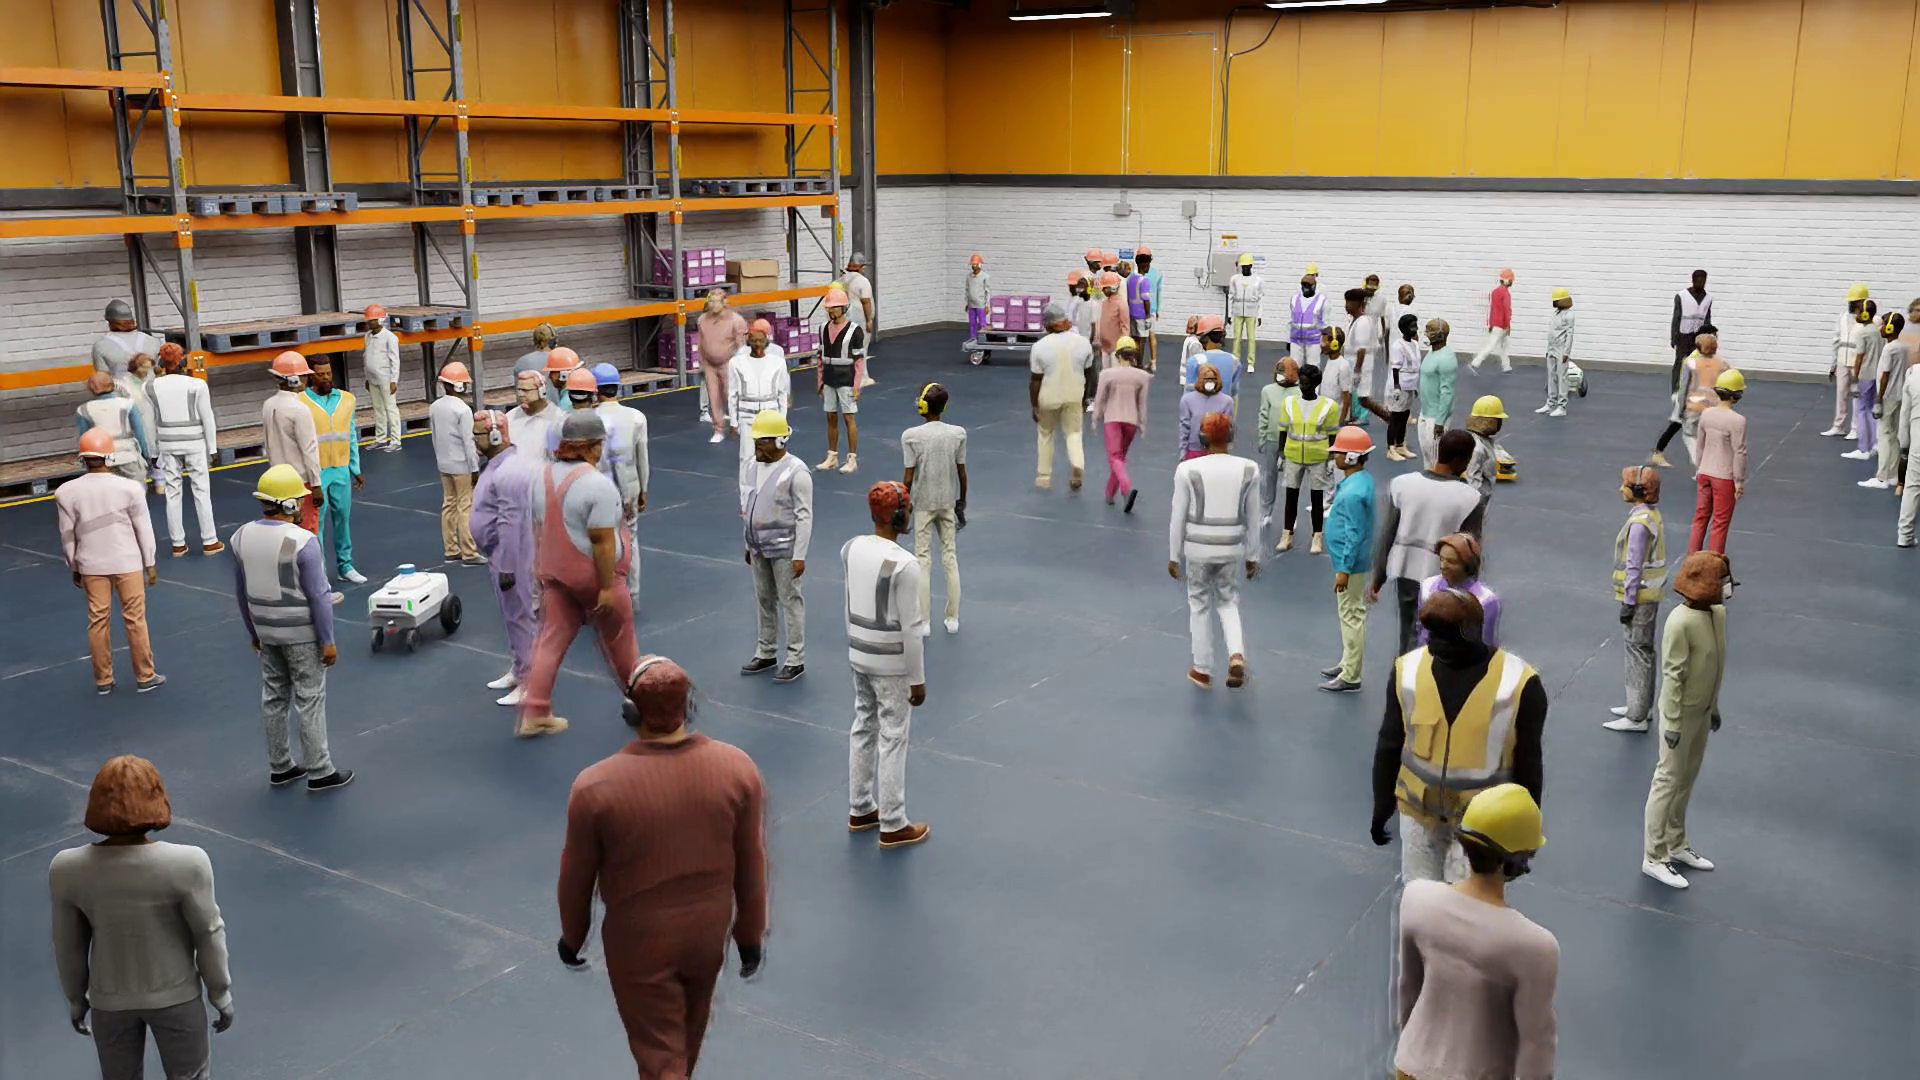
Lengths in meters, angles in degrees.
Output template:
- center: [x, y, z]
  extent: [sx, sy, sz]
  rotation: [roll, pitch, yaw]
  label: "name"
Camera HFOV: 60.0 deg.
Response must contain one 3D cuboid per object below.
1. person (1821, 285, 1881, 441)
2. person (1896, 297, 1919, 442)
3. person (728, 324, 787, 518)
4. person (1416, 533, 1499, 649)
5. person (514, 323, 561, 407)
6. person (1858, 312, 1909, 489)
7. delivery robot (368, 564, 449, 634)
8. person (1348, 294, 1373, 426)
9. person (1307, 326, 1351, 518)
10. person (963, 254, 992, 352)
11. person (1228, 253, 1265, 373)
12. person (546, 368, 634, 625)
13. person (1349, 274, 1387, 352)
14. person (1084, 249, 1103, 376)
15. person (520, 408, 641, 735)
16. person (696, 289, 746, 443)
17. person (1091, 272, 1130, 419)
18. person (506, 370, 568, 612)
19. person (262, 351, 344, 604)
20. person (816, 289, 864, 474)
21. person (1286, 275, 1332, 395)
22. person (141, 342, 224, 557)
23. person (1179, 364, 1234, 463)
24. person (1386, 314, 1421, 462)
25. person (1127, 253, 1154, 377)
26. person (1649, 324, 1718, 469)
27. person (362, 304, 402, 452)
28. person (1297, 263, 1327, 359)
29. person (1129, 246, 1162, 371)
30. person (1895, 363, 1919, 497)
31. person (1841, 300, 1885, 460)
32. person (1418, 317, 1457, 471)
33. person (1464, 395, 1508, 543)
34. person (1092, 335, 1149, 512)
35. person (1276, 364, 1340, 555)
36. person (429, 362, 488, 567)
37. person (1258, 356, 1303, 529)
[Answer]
- center: [11.050, -2.192, 20.592]
  extent: [0.421, 1.915, 0.659]
  rotation: [-7, 15, -27]
  label: "person"
- center: [11.513, -2.049, 20.213]
  extent: [0.523, 1.794, 0.860]
  rotation: [8, 15, 33]
  label: "person"
- center: [-1.959, -1.154, 16.157]
  extent: [0.576, 1.883, 0.355]
  rotation: [-3, 13, -12]
  label: "person"
- center: [2.483, 0.756, 8.439]
  extent: [0.362, 1.623, 0.517]
  rotation: [-9, 16, -35]
  label: "person"
- center: [-3.880, -1.082, 15.723]
  extent: [0.630, 1.940, 0.372]
  rotation: [4, 13, 15]
  label: "person"
- center: [9.828, -1.477, 17.623]
  extent: [0.509, 1.859, 0.341]
  rotation: [-11, 17, -40]
  label: "person"
- center: [-3.987, 0.419, 12.038]
  extent: [0.477, 0.478, 0.707]
  rotation: [1, 13, 5]
  label: "delivery robot"
- center: [5.195, -2.377, 21.741]
  extent: [0.337, 1.757, 0.518]
  rotation: [-4, 13, -15]
  label: "person"
- center: [3.616, -1.144, 16.153]
  extent: [0.313, 1.864, 0.530]
  rotation: [-1, 13, -6]
  label: "person"
- center: [0.298, -4.231, 29.783]
  extent: [0.564, 1.752, 0.334]
  rotation: [11, 17, 40]
  label: "person"
- center: [4.636, -3.683, 27.030]
  extent: [0.588, 1.927, 0.370]
  rotation: [5, 14, 21]
  label: "person"
- center: [-2.757, -0.319, 12.459]
  extent: [0.630, 1.925, 0.425]
  rotation: [-1, 13, -3]
  label: "person"
- center: [5.802, -2.866, 23.671]
  extent: [0.525, 1.843, 0.485]
  rotation: [5, 14, 19]
  label: "person"
- center: [2.098, -3.569, 26.282]
  extent: [0.393, 2.041, 0.612]
  rotation: [2, 13, 7]
  label: "person"
- center: [-2.290, 0.156, 10.128]
  extent: [0.705, 2.000, 1.024]
  rotation: [10, 16, 37]
  label: "person"
- center: [-2.907, -2.152, 20.470]
  extent: [0.659, 1.890, 0.560]
  rotation: [4, 14, 18]
  label: "person"
- center: [2.001, -2.541, 21.950]
  extent: [0.402, 1.984, 0.613]
  rotation: [-6, 14, -23]
  label: "person"
- center: [-3.176, -0.329, 12.526]
  extent: [0.643, 1.910, 0.400]
  rotation: [5, 14, 22]
  label: "person"
- center: [-5.149, -0.470, 12.946]
  extent: [0.617, 1.994, 0.381]
  rotation: [10, 16, 37]
  label: "person"
- center: [-1.345, -1.751, 18.396]
  extent: [0.606, 2.044, 0.374]
  rotation: [8, 15, 31]
  label: "person"
- center: [4.862, -2.788, 23.336]
  extent: [0.624, 1.844, 0.430]
  rotation: [8, 15, 32]
  label: "person"
- center: [-6.803, -0.787, 14.565]
  extent: [0.573, 1.883, 0.355]
  rotation: [-2, 13, -10]
  label: "person"
- center: [2.246, -0.801, 15.203]
  extent: [0.497, 1.627, 0.300]
  rotation: [2, 13, 7]
  label: "person"
- center: [5.124, -1.758, 19.180]
  extent: [0.318, 1.700, 0.535]
  rotation: [11, 17, 39]
  label: "person"
- center: [2.873, -3.579, 26.493]
  extent: [0.361, 1.964, 0.616]
  rotation: [-5, 14, -22]
  label: "person"
- center: [8.191, -1.578, 18.506]
  extent: [0.921, 1.645, 0.531]
  rotation: [12, 18, 42]
  label: "person"
- center: [-6.906, -1.928, 19.800]
  extent: [0.559, 1.750, 0.329]
  rotation: [8, 15, 31]
  label: "person"
- center: [5.740, -3.649, 27.254]
  extent: [0.527, 1.761, 0.339]
  rotation: [7, 15, 29]
  label: "person"
- center: [2.988, -3.757, 27.125]
  extent: [0.614, 2.034, 0.408]
  rotation: [-6, 14, -24]
  label: "person"
- center: [9.828, -1.232, 16.927]
  extent: [0.321, 1.686, 0.537]
  rotation: [-4, 14, -17]
  label: "person"
- center: [10.516, -1.851, 19.258]
  extent: [0.551, 1.849, 0.438]
  rotation: [-8, 15, -30]
  label: "person"
- center: [4.620, -1.198, 16.226]
  extent: [0.366, 1.939, 0.635]
  rotation: [0, 13, 0]
  label: "person"
- center: [3.859, -0.211, 12.373]
  extent: [0.322, 1.742, 0.493]
  rotation: [5, 14, 19]
  label: "person"
- center: [1.622, -1.149, 16.491]
  extent: [0.563, 1.727, 0.778]
  rotation: [-3, 13, -13]
  label: "person"
- center: [3.052, -0.711, 14.650]
  extent: [0.538, 1.692, 0.319]
  rotation: [6, 14, 25]
  label: "person"
- center: [-4.279, -0.648, 14.248]
  extent: [0.571, 1.749, 0.334]
  rotation: [11, 17, 39]
  label: "person"
- center: [3.054, -0.916, 15.666]
  extent: [0.501, 1.629, 0.286]
  rotation: [6, 14, 25]
  label: "person"
